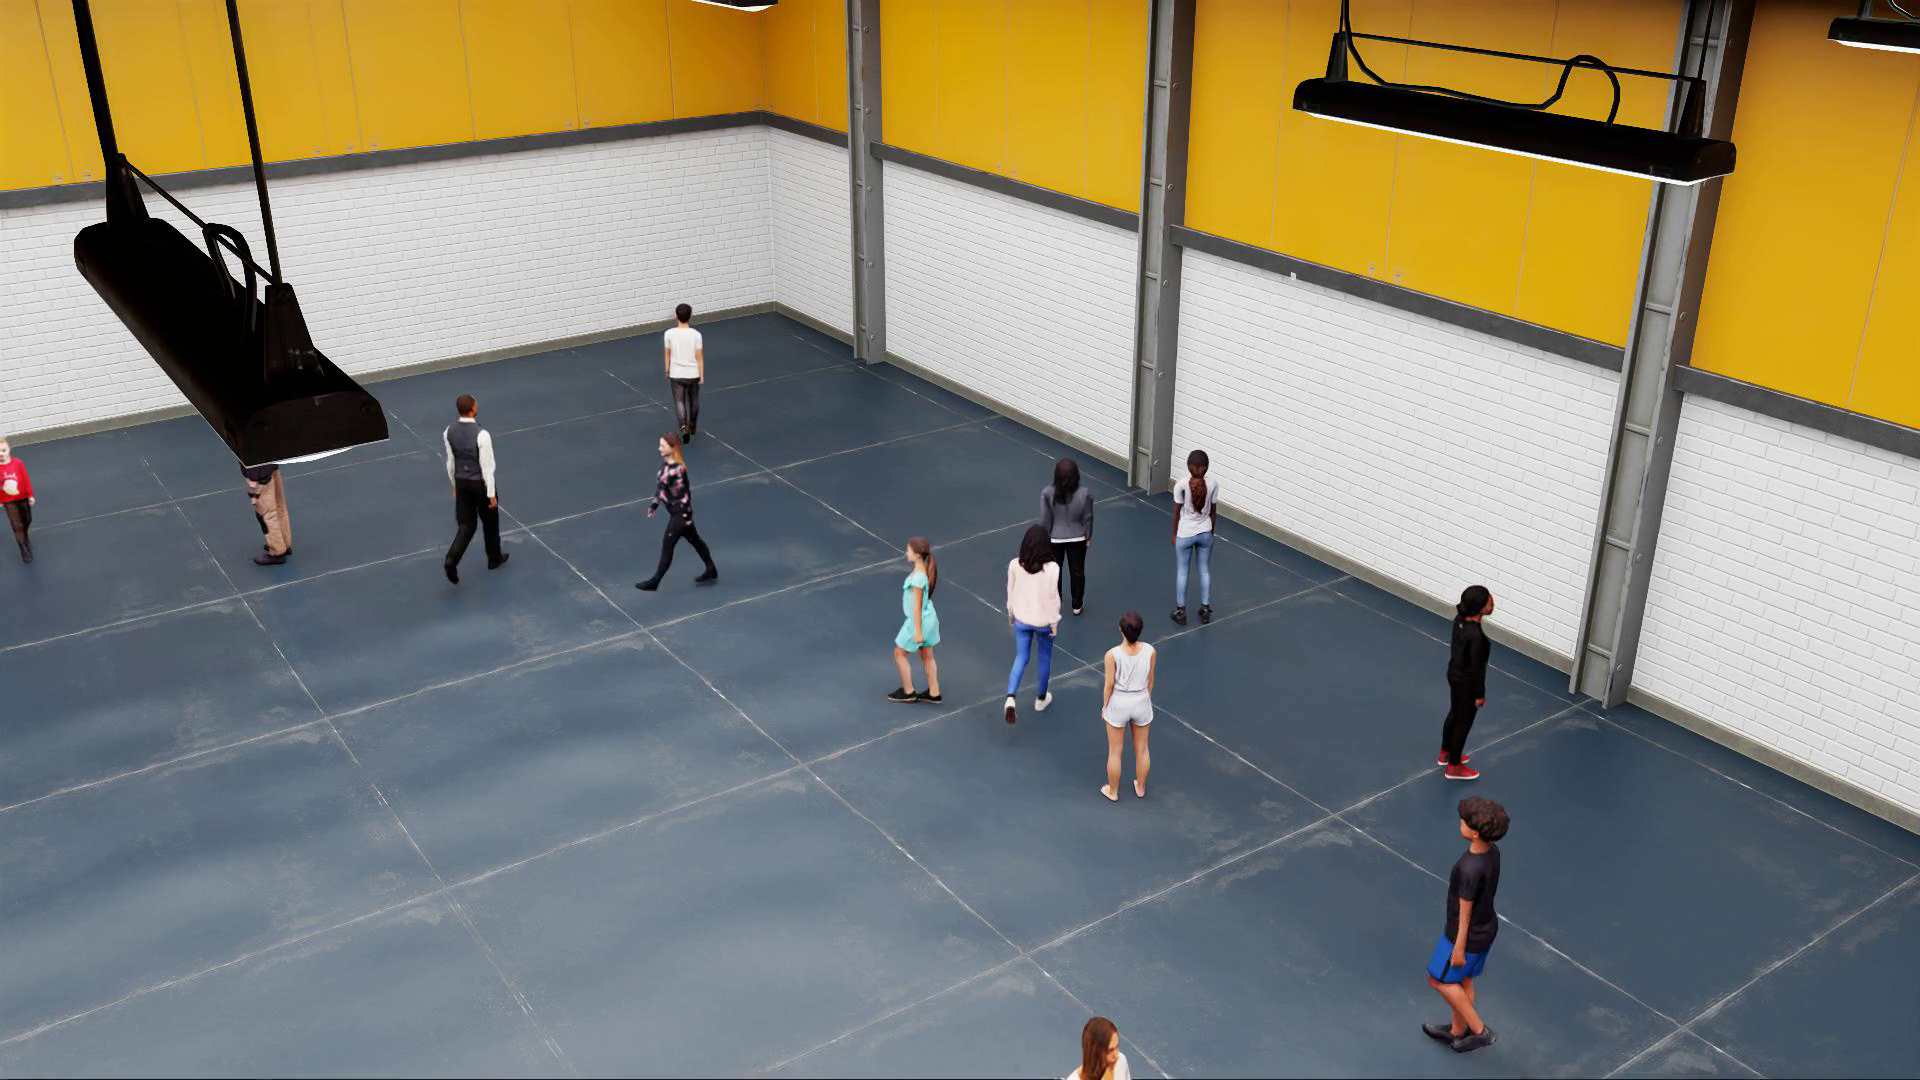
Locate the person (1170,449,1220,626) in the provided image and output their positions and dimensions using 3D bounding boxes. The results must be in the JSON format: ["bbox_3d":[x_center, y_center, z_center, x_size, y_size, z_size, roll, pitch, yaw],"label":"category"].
[{"bbox_3d":[2.210,-0.034,15.663,0.649,1.718,0.651,-4,24,-9],"label":"person"}]

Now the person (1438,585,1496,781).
[{"bbox_3d":[3.961,1.113,13.092,0.760,1.675,0.660,-3,24,-6],"label":"person"}]

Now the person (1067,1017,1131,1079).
[{"bbox_3d":[0.614,3.106,8.578,1.145,1.639,0.802,20,31,38],"label":"person"}]

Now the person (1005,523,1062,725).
[{"bbox_3d":[0.582,0.730,13.875,1.072,1.749,1.030,10,26,22],"label":"person"}]

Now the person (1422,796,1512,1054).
[{"bbox_3d":[3.156,2.385,10.044,0.798,1.786,0.735,16,28,33],"label":"person"}]

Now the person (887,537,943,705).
[{"bbox_3d":[-0.272,0.710,14.177,0.820,1.544,0.752,7,25,15],"label":"person"}]

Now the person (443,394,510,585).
[{"bbox_3d":[-4.870,-0.484,16.476,1.204,1.891,1.191,7,25,16],"label":"person"}]

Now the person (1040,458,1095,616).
[{"bbox_3d":[1.007,-0.035,15.814,0.794,1.598,0.832,0,24,-1],"label":"person"}]

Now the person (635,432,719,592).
[{"bbox_3d":[-2.671,-0.273,16.322,0.792,1.628,1.070,-10,25,-21],"label":"person"}]

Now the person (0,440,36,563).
[{"bbox_3d":[-9.757,-0.439,17.157,0.575,1.262,0.899,-21,31,-40],"label":"person"}]

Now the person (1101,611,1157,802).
[{"bbox_3d":[1.298,1.277,12.806,0.644,1.604,0.665,-5,24,-12],"label":"person"}]

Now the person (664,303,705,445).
[{"bbox_3d":[-3.356,-2.004,20.194,0.924,1.698,1.140,-4,24,-9],"label":"person"}]
